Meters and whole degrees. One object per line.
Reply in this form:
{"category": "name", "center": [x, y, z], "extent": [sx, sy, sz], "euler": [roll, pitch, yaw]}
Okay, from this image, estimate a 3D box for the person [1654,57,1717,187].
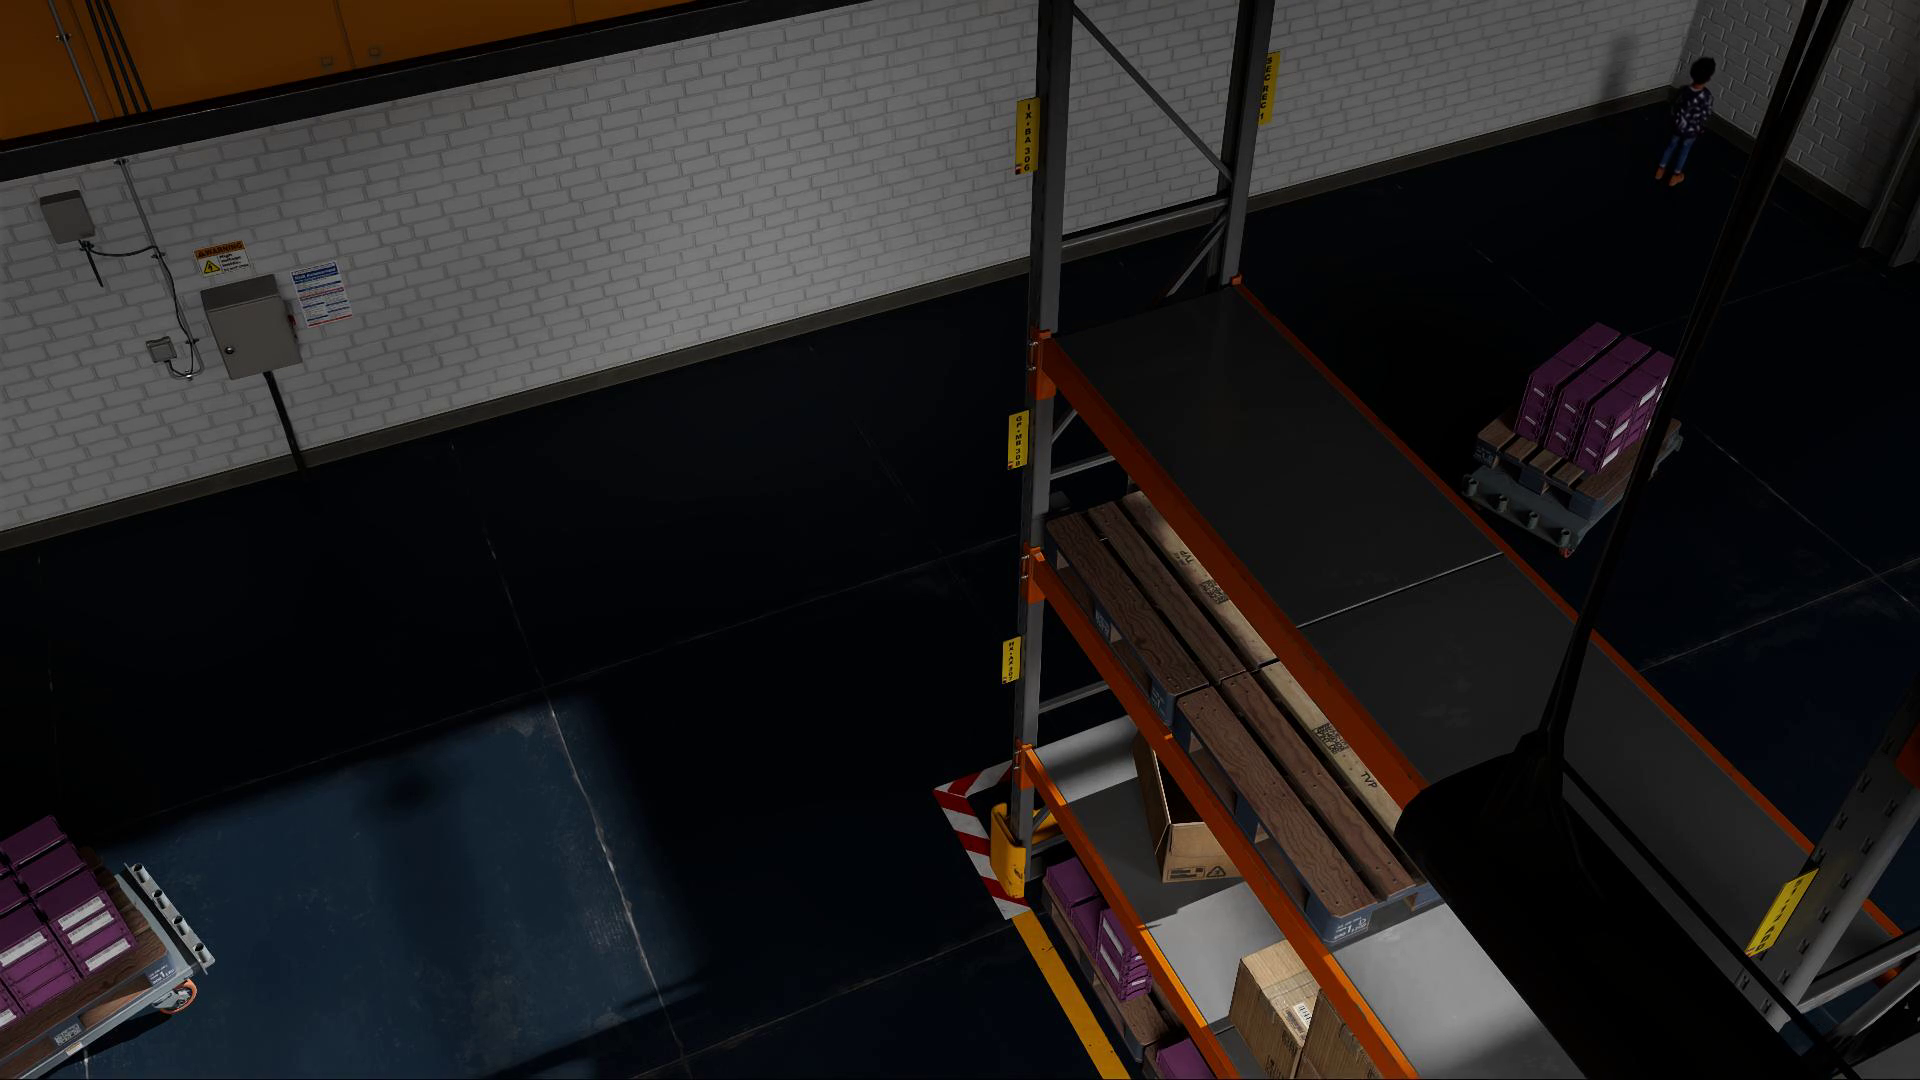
{"category": "person", "center": [6.714, -3.855, 15.345], "extent": [0.553, 1.249, 0.635], "euler": [33, 53, 30]}
